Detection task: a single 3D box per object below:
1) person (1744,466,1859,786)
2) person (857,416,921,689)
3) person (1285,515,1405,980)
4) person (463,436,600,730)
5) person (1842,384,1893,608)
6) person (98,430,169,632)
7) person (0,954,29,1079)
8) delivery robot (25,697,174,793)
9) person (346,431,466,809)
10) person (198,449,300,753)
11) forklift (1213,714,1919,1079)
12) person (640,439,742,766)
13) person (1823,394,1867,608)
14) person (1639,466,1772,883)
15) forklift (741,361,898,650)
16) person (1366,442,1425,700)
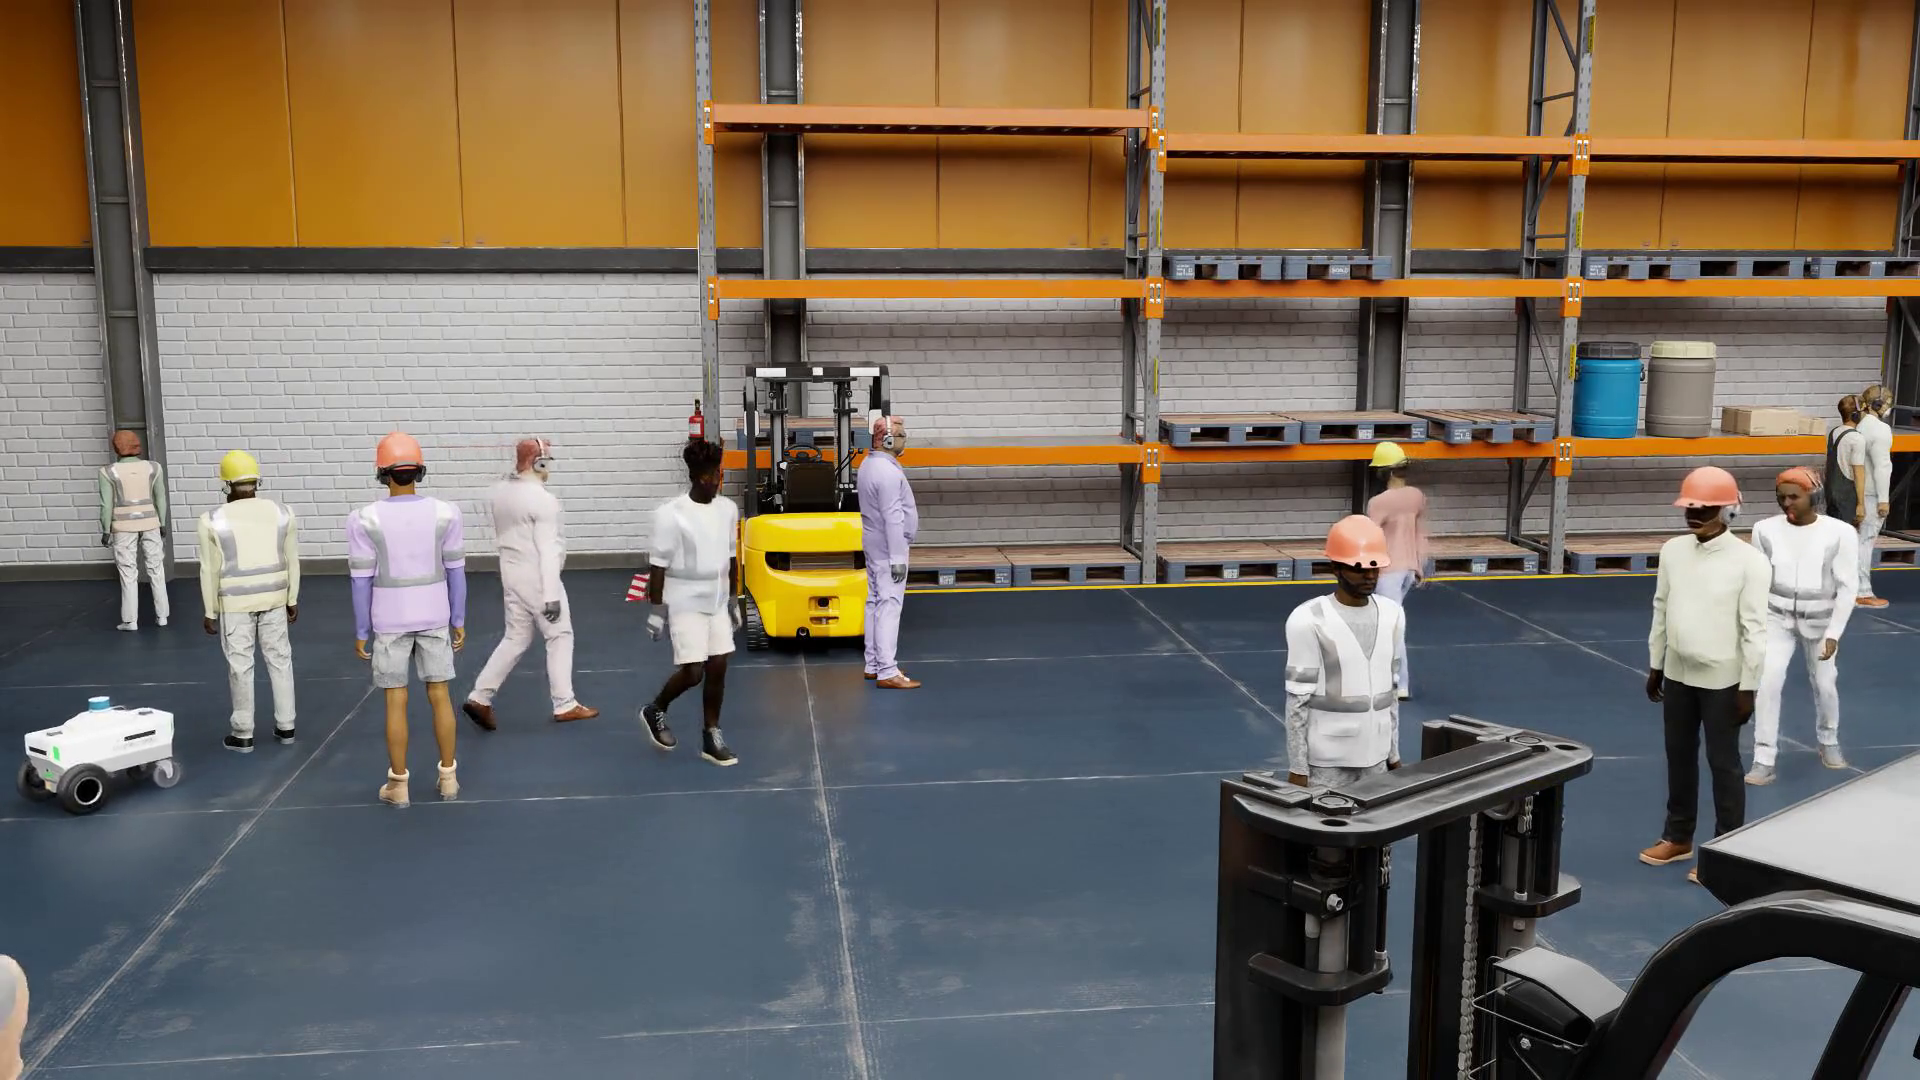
[{"bbox_3d":[4.844,0.463,9.557,0.602,1.832,0.921,7,12,39],"label":"person"},{"bbox_3d":[-0.489,0.081,11.632,0.408,1.906,0.654,-3,10,-18],"label":"person"},{"bbox_3d":[1.570,0.855,6.705,0.552,1.936,0.360,-4,10,-23],"label":"person"},{"bbox_3d":[-2.753,0.280,10.494,0.677,1.874,0.858,9,13,44],"label":"person"},{"bbox_3d":[7.849,-0.382,14.445,0.372,1.933,0.627,-1,9,-4],"label":"person"},{"bbox_3d":[-6.663,-0.074,13.433,0.309,1.640,0.513,9,13,44],"label":"person"},{"bbox_3d":[-2.133,1.444,3.233,0.420,1.874,0.696,7,12,39],"label":"person"},{"bbox_3d":[-4.718,1.106,9.147,0.477,0.478,0.707,6,11,33],"label":"delivery robot"},{"bbox_3d":[-2.984,0.431,9.012,0.608,2.048,0.365,-5,11,-30],"label":"person"},{"bbox_3d":[-4.298,0.366,10.076,0.587,1.837,0.404,-9,13,-44],"label":"person"},{"bbox_3d":[1.441,1.425,2.350,1.214,2.155,2.313,-7,12,-39],"label":"forklift"},{"bbox_3d":[-1.565,0.361,9.756,0.572,1.942,0.634,7,12,39],"label":"person"},{"bbox_3d":[7.700,-0.341,14.455,0.345,1.847,0.506,-1,9,-4],"label":"person"},{"bbox_3d":[3.538,0.635,7.942,0.400,1.987,0.619,-4,10,-25],"label":"person"},{"bbox_3d":[-1.154,-0.340,13.365,1.214,2.155,2.313,-1,9,-7],"label":"forklift"},{"bbox_3d":[2.849,0.198,11.363,0.553,1.743,0.668,-7,12,-38],"label":"person"}]
